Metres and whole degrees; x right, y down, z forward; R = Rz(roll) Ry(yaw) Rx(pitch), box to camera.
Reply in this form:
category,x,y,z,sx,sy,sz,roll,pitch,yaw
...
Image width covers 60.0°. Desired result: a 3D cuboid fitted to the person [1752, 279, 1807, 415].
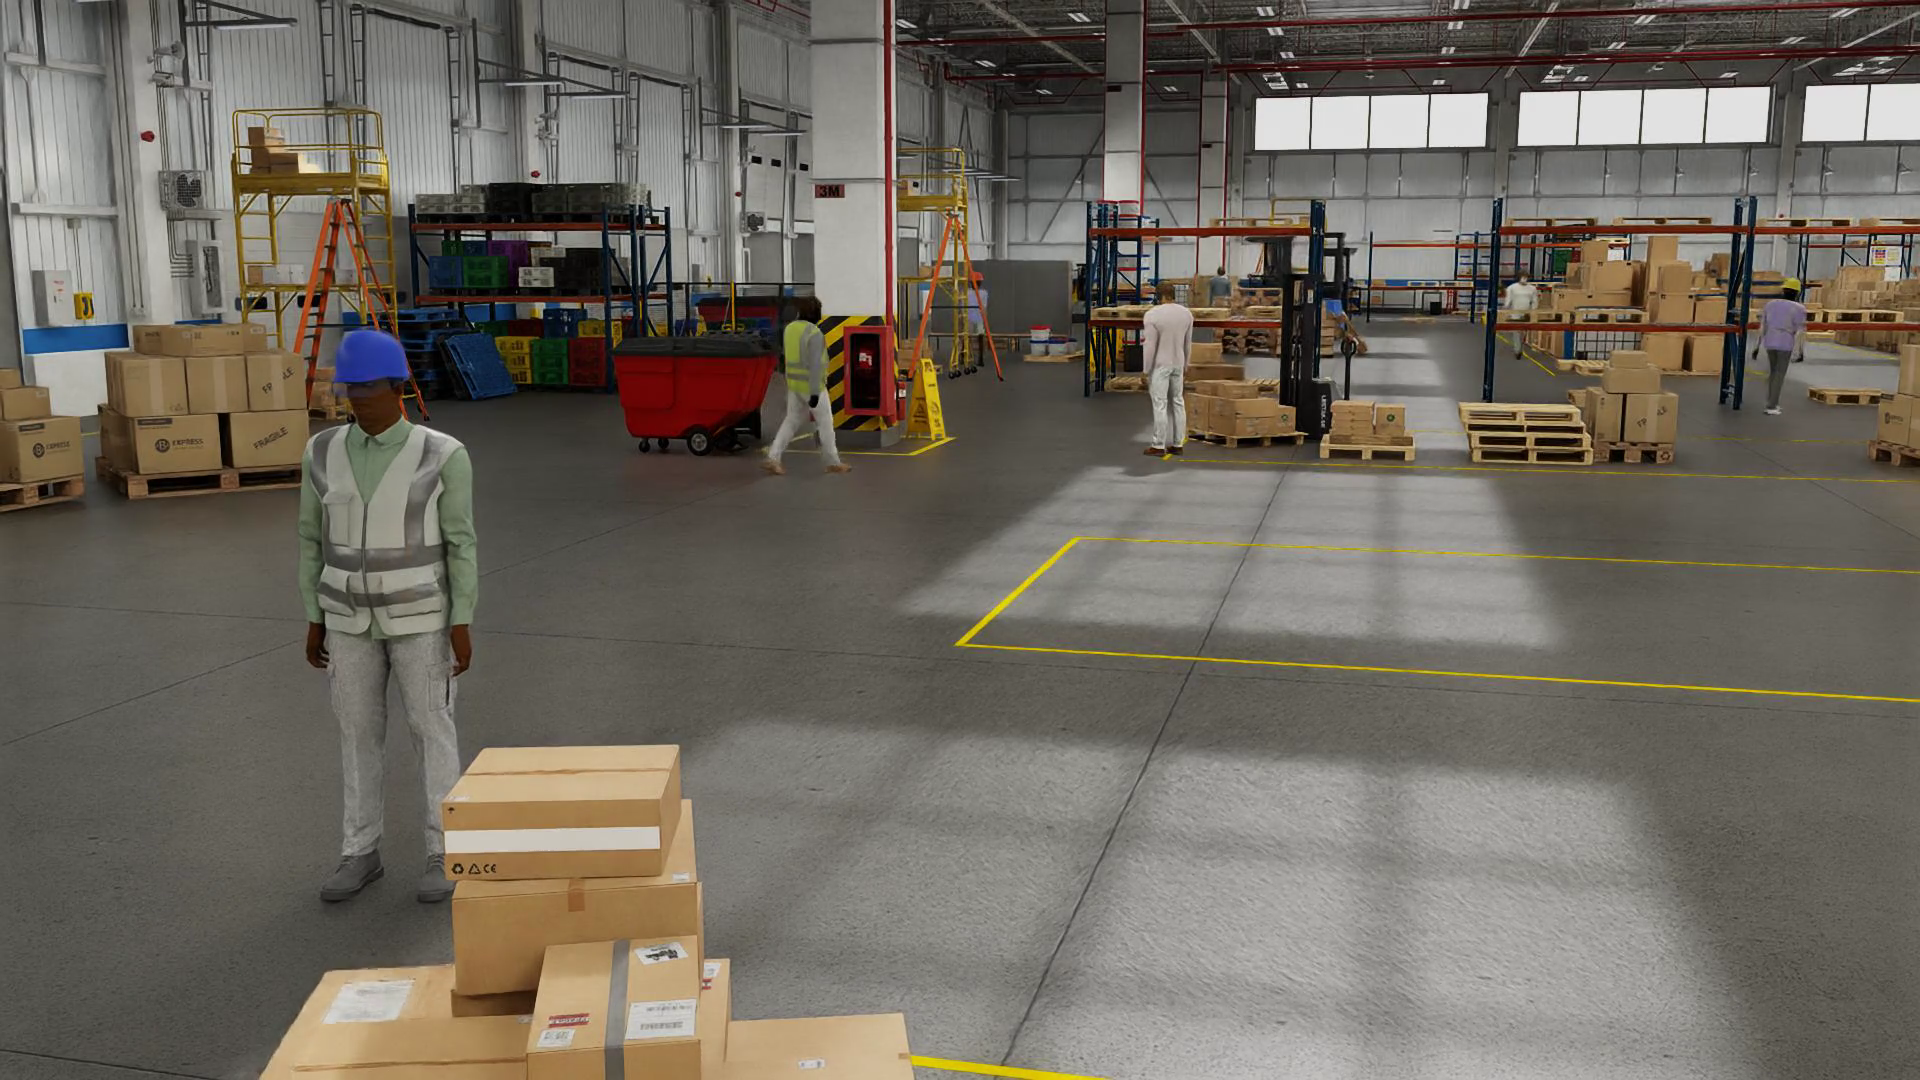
category,x,y,z,sx,sy,sz,roll,pitch,yaw
person,11.461,-2.692,23.208,0.782,1.874,0.648,-7,12,-35

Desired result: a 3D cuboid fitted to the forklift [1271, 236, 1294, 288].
category,x,y,z,sx,sy,sz,roll,pitch,yaw
forklift,9.873,-7.929,51.092,1.873,2.768,1.129,-2,10,-12

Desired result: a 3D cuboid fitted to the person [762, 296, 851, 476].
category,x,y,z,sx,sy,sz,roll,pitch,yaw
person,-1.558,-1.533,16.606,0.911,1.807,0.629,-8,12,-39

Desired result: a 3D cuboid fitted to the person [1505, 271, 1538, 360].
category,x,y,z,sx,sy,sz,roll,pitch,yaw
person,11.991,-4.782,35.483,0.632,1.876,1.039,0,10,1

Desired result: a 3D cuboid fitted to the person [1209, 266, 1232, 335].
category,x,y,z,sx,sy,sz,roll,pitch,yaw
person,7.175,-6.568,45.849,0.633,1.936,0.355,3,10,16

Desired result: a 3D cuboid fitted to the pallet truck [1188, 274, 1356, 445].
category,x,y,z,sx,sy,sz,roll,pitch,yaw
pallet truck,3.653,-2.138,19.590,1.885,1.965,0.823,-4,10,-20

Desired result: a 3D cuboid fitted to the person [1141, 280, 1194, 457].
category,x,y,z,sx,sy,sz,roll,pitch,yaw
person,2.253,-1.874,18.226,0.628,1.935,0.373,-5,11,-29

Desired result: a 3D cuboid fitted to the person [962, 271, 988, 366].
category,x,y,z,sx,sy,sz,roll,pitch,yaw
person,0.292,-4.463,33.540,0.549,1.915,0.846,-3,10,-16

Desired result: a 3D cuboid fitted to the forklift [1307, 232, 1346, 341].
category,x,y,z,sx,sy,sz,roll,pitch,yaw
forklift,9.557,-6.653,43.579,1.129,2.768,1.873,5,11,29

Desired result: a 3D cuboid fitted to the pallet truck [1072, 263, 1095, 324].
category,x,y,z,sx,sy,sz,roll,pitch,yaw
pallet truck,4.325,-8.180,55.162,0.823,1.965,1.885,6,11,31

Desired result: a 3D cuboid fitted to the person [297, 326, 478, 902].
category,x,y,z,sx,sy,sz,roll,pitch,yaw
person,-1.932,0.258,5.623,0.603,1.949,0.389,1,10,3

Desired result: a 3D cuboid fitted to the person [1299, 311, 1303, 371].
category,x,y,z,sx,sy,sz,roll,pitch,yaw
person,6.720,-4.101,31.915,0.485,1.739,0.320,-8,13,-39
